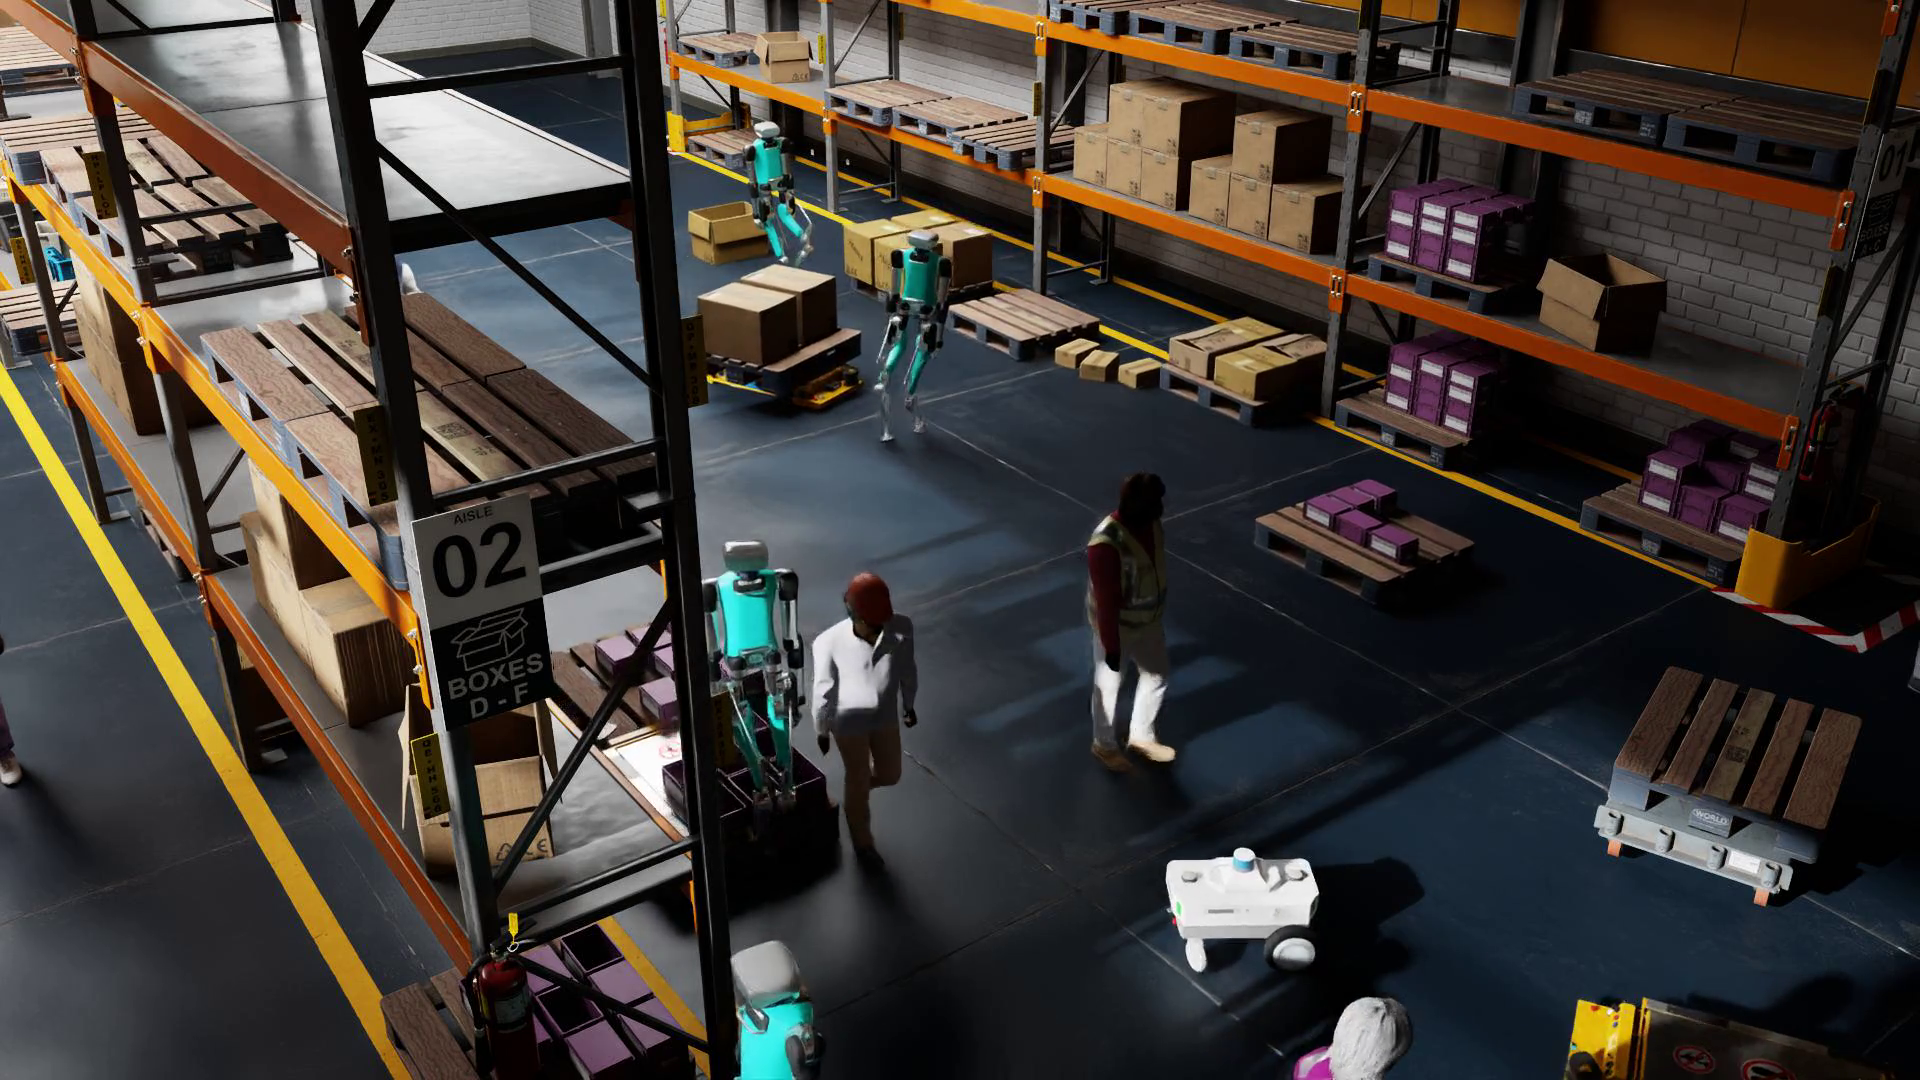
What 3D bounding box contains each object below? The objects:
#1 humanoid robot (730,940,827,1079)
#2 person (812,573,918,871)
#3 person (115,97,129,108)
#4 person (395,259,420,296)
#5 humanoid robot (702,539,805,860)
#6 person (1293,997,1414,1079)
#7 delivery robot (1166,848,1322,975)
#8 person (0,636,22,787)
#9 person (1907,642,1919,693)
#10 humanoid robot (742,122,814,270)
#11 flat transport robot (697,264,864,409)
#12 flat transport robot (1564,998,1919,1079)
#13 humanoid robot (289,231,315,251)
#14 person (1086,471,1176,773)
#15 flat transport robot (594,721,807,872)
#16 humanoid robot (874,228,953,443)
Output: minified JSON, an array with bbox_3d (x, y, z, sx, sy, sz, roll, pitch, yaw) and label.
[{"bbox_3d":[-0.861,2.267,5.888,1.041,1.763,0.535,-16,31,-28],"label":"humanoid robot"},{"bbox_3d":[-0.496,0.885,8.601,0.587,1.725,0.530,-15,30,-28],"label":"person"},{"bbox_3d":[-10.502,-5.500,21.020,0.390,1.984,0.611,4,27,8],"label":"person"},{"bbox_3d":[-4.694,-1.759,13.832,0.762,1.754,0.448,6,27,12],"label":"person"},{"bbox_3d":[-0.997,0.934,8.520,0.531,1.781,0.852,-9,28,-17],"label":"humanoid robot"},{"bbox_3d":[1.147,2.314,5.673,0.730,1.821,0.566,-6,27,-12],"label":"person"},{"bbox_3d":[1.385,1.777,8.123,0.744,0.584,0.520,0,27,-1],"label":"delivery robot"},{"bbox_3d":[-5.596,0.541,9.098,0.637,1.901,0.409,-11,29,-21],"label":"person"},{"bbox_3d":[6.114,0.051,10.016,0.432,1.948,0.497,23,35,38],"label":"person"},{"bbox_3d":[-1.794,-3.297,16.971,0.551,1.840,0.758,-21,34,-36],"label":"humanoid robot"},{"bbox_3d":[-1.633,-1.487,14.945,1.431,0.231,0.659,16,31,29],"label":"flat transport robot"},{"bbox_3d":[3.399,2.399,7.216,1.431,0.231,0.659,11,29,21],"label":"flat transport robot"},{"bbox_3d":[-6.325,-2.930,16.287,0.625,1.647,0.605,-9,28,-17],"label":"humanoid robot"},{"bbox_3d":[0.963,0.487,9.294,0.549,1.827,0.684,21,33,35],"label":"person"},{"bbox_3d":[-1.496,1.366,9.270,0.659,0.231,1.431,-18,32,-31],"label":"flat transport robot"},{"bbox_3d":[-0.453,-1.577,13.517,0.561,1.775,0.845,11,29,21],"label":"humanoid robot"}]
